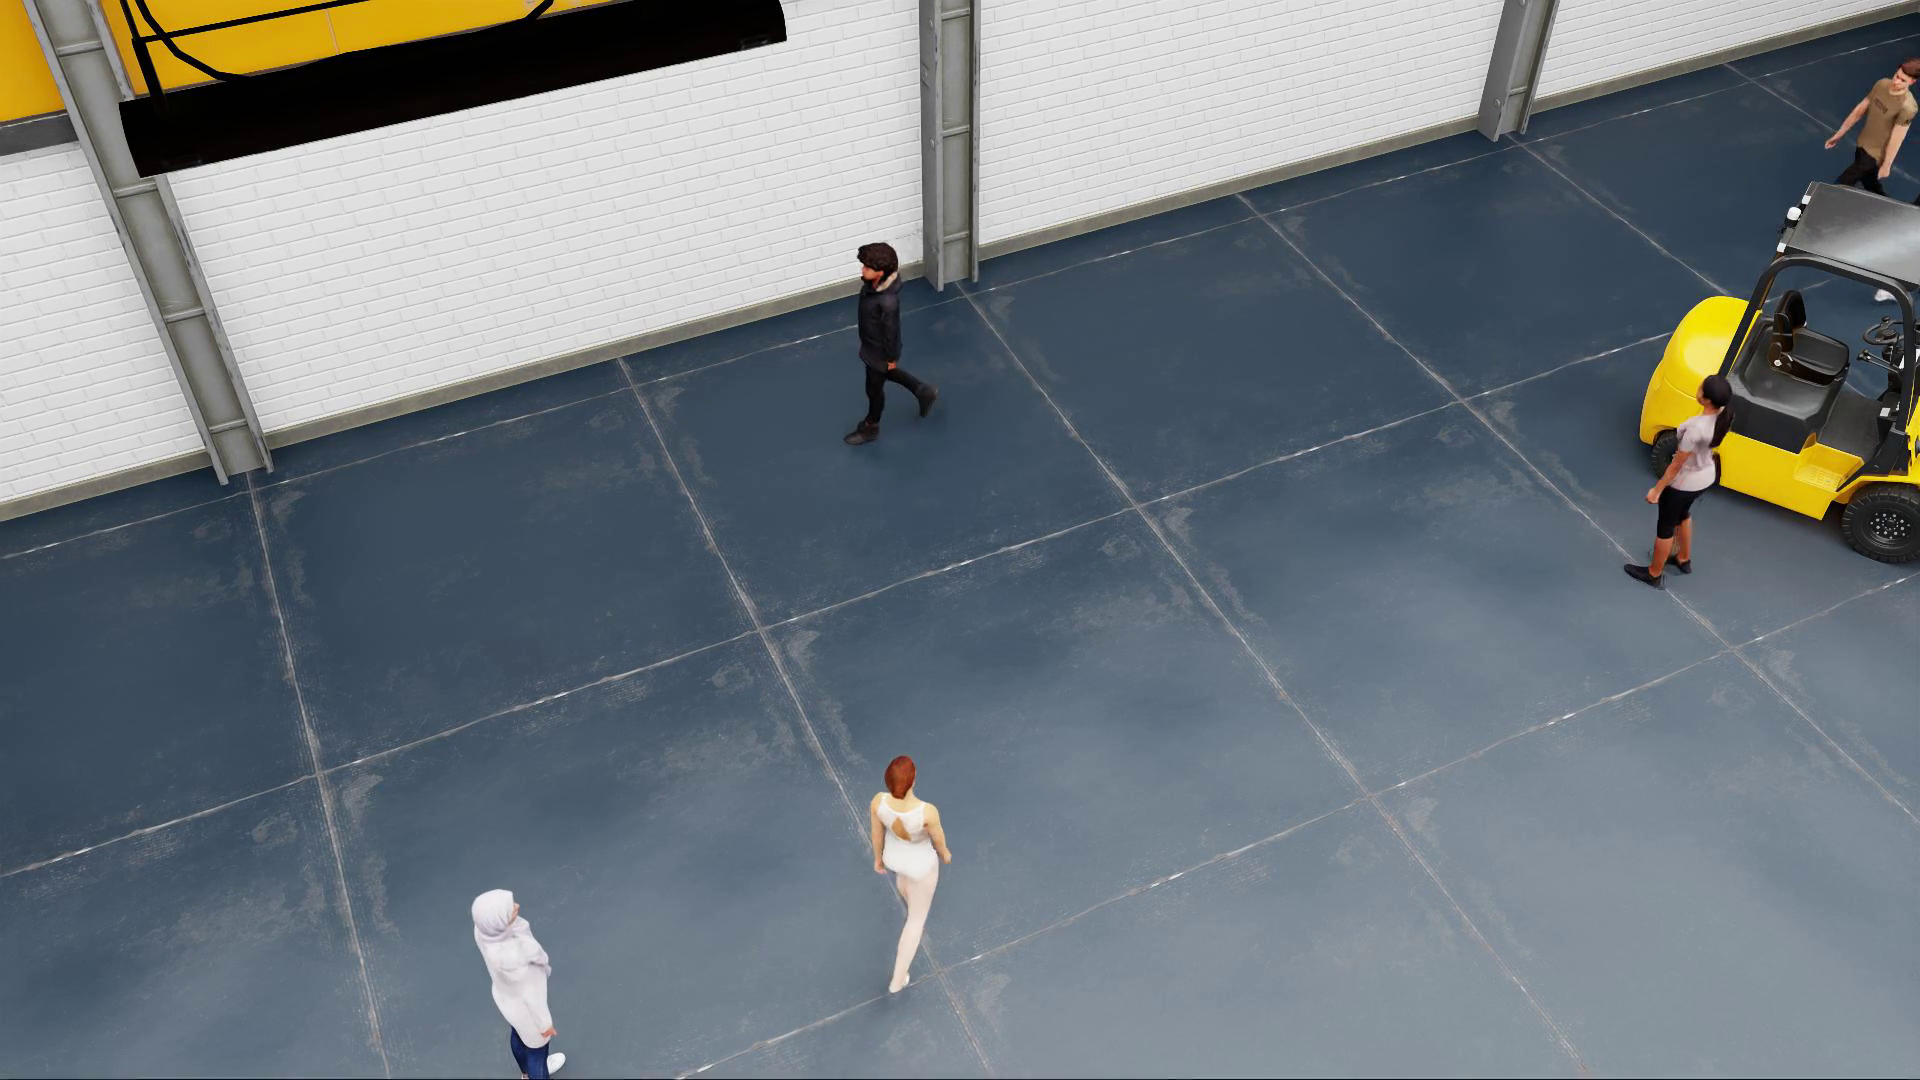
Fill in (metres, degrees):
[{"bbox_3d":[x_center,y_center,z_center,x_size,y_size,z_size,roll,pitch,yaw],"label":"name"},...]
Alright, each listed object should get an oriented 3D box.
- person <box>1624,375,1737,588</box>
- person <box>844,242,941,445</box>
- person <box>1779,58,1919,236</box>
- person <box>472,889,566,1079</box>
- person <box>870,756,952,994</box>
[{"bbox_3d":[5.007,-0.386,11.370,0.613,1.742,0.769,-32,52,-29],"label":"person"},{"bbox_3d":[-0.524,-1.493,12.518,1.057,1.761,0.695,-14,45,-14],"label":"person"},{"bbox_3d":[8.001,-3.367,14.464,1.356,1.789,1.042,-1,44,-1],"label":"person"},{"bbox_3d":[-2.241,2.340,8.484,0.590,1.775,0.644,-26,49,-25],"label":"person"},{"bbox_3d":[-0.296,1.828,9.144,0.996,1.607,1.078,16,46,16],"label":"person"}]
